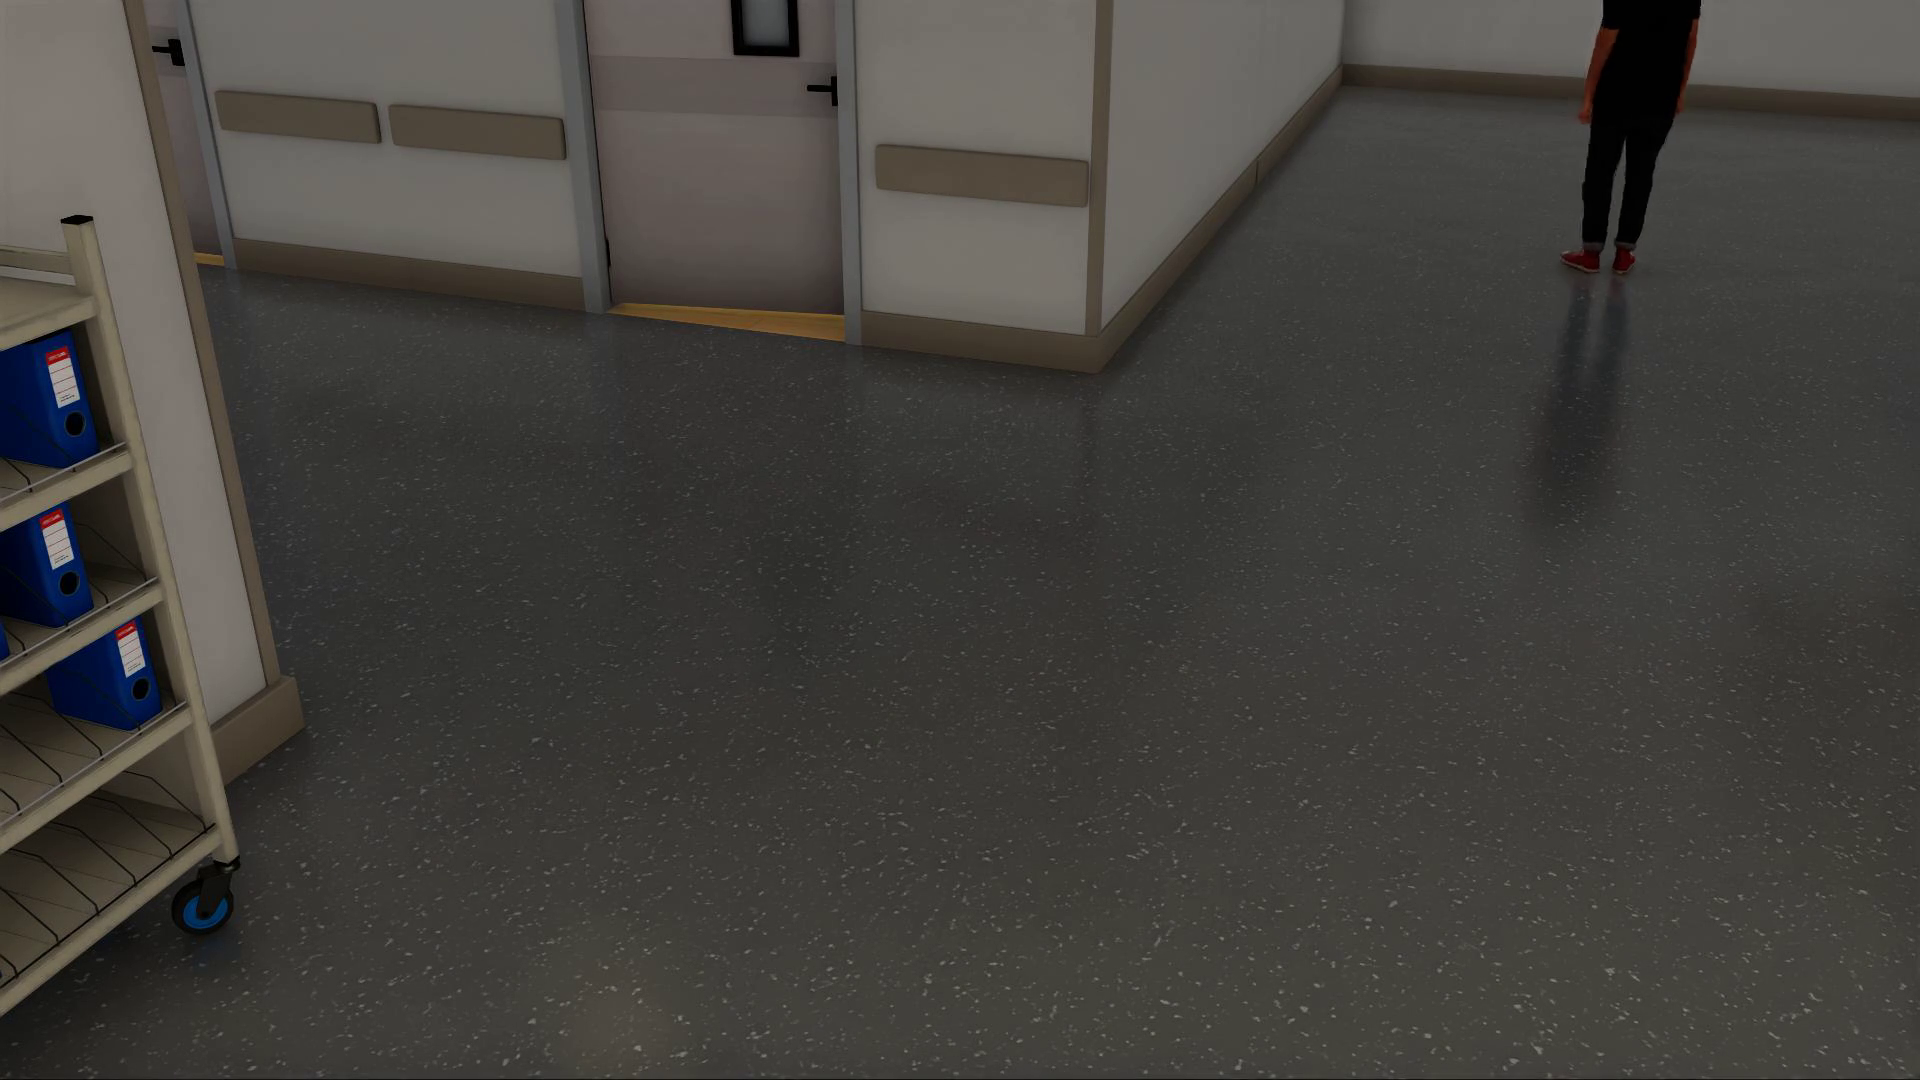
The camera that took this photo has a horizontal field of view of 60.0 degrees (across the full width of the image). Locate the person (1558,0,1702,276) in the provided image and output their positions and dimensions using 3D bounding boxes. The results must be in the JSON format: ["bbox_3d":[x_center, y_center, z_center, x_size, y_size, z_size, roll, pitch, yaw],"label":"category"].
[{"bbox_3d":[3.300,-2.165,8.110,0.729,1.743,0.691,5,26,11],"label":"person"}]
